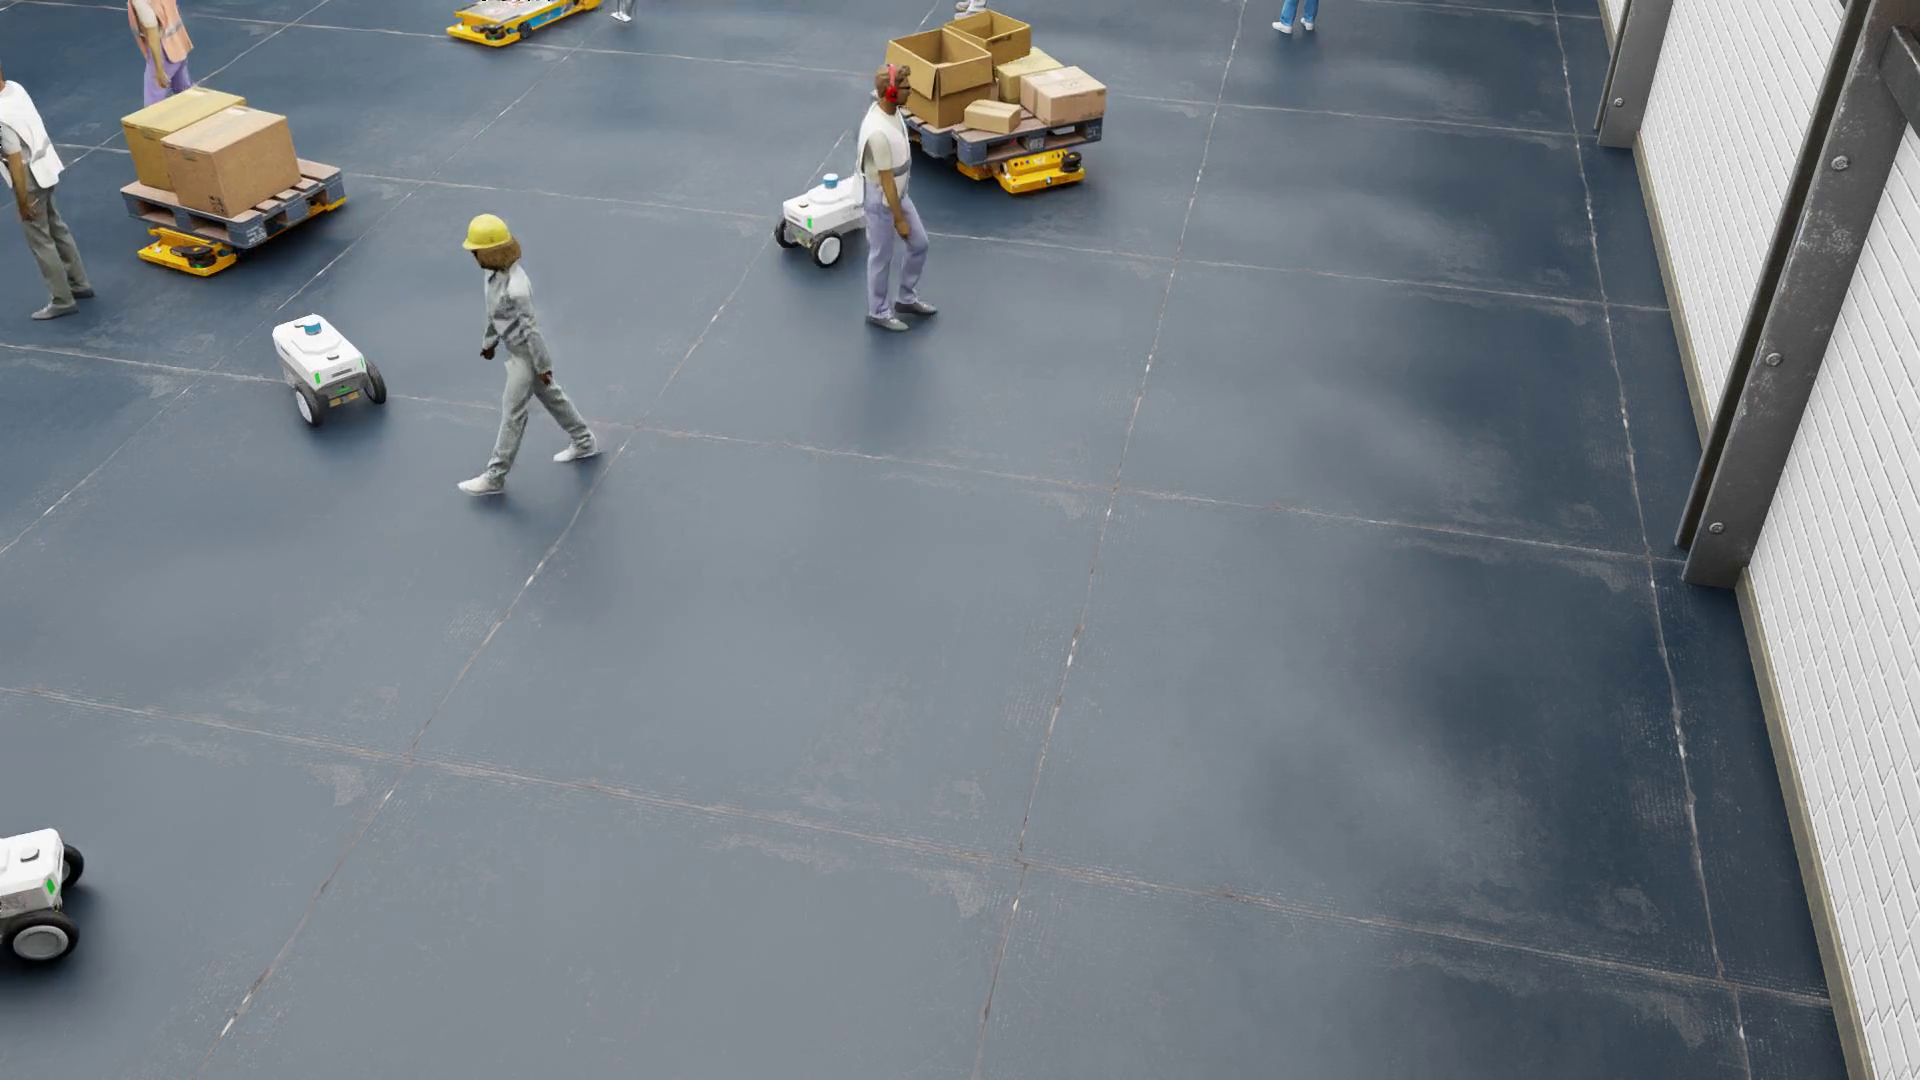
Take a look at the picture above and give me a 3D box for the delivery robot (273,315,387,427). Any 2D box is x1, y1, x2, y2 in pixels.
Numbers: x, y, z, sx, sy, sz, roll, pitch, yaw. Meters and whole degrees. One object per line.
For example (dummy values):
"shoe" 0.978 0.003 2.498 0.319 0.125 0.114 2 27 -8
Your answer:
"delivery robot" -4.004 -1.099 10.466 0.499 0.613 0.811 -27 44 -31

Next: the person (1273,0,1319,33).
"person" 3.220 -5.606 15.501 0.495 1.728 0.370 -13 39 -16

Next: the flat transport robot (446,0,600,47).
"flat transport robot" -4.209 -5.103 16.048 0.659 0.231 1.431 20 41 25

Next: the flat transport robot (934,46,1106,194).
"flat transport robot" 0.385 -3.219 13.526 0.659 0.231 1.431 -16 40 -21

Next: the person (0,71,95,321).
"person" -6.205 -2.376 11.090 0.433 1.835 0.576 -8 38 -11

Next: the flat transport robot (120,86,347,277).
"flat transport robot" -5.350 -2.396 12.425 0.659 0.231 1.431 17 40 21

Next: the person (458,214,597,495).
"person" -2.545 -1.065 9.457 0.894 1.695 0.489 -18 40 -22

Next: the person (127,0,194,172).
"person" -6.317 -3.747 12.938 0.731 1.819 0.581 -2 37 -3

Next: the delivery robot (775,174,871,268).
"delivery robot" -0.947 -2.371 12.154 0.781 0.595 0.499 -29 46 -33

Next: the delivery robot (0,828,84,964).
"delivery robot" -4.117 1.485 6.973 0.742 0.570 0.499 -12 39 -16

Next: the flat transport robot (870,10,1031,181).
"flat transport robot" 0.014 -3.349 13.701 0.659 0.231 1.431 -22 42 -26

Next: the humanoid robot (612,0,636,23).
"humanoid robot" -3.271 -5.624 15.594 0.535 1.827 0.853 -26 44 -30

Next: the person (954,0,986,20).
"person" 0.120 -5.881 15.740 0.346 1.882 0.583 3 37 4

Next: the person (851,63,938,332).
"person" -0.414 -2.196 10.854 0.570 1.828 0.580 10 38 13
